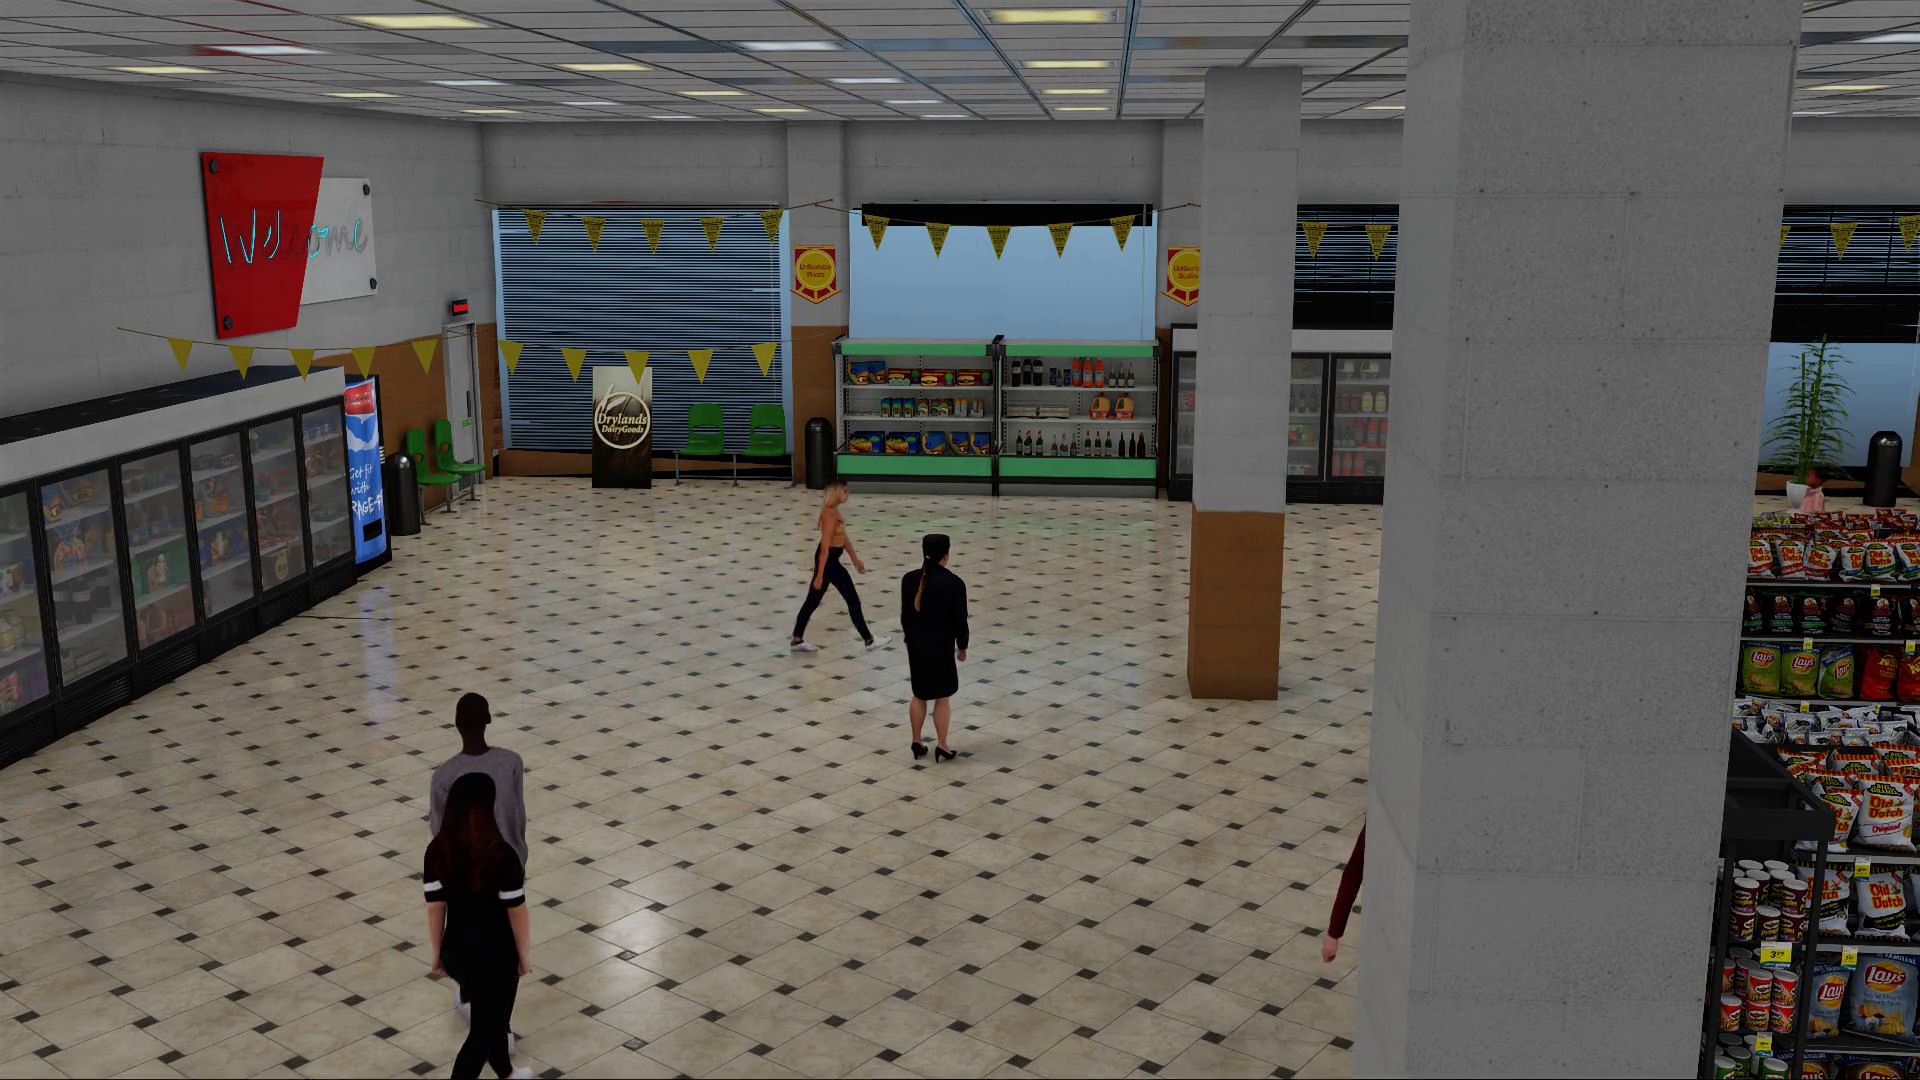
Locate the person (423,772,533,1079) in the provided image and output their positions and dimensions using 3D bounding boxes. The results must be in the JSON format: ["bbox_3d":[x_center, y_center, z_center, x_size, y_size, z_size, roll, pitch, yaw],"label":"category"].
[{"bbox_3d":[-2.113,1.831,7.176,1.043,1.612,0.754,3,12,14],"label":"person"}]

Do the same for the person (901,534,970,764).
[{"bbox_3d":[-0.203,0.782,12.015,0.682,1.670,0.826,5,13,23],"label":"person"}]

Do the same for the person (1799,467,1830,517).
[{"bbox_3d":[8.846,-0.102,17.136,0.935,1.291,0.610,3,12,14],"label":"person"}]

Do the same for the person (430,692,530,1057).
[{"bbox_3d":[-2.227,1.609,7.896,0.962,1.749,0.960,-6,13,-27],"label":"person"}]

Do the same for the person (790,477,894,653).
[{"bbox_3d":[-1.252,0.265,14.692,1.183,1.579,0.738,-1,12,-7],"label":"person"}]
